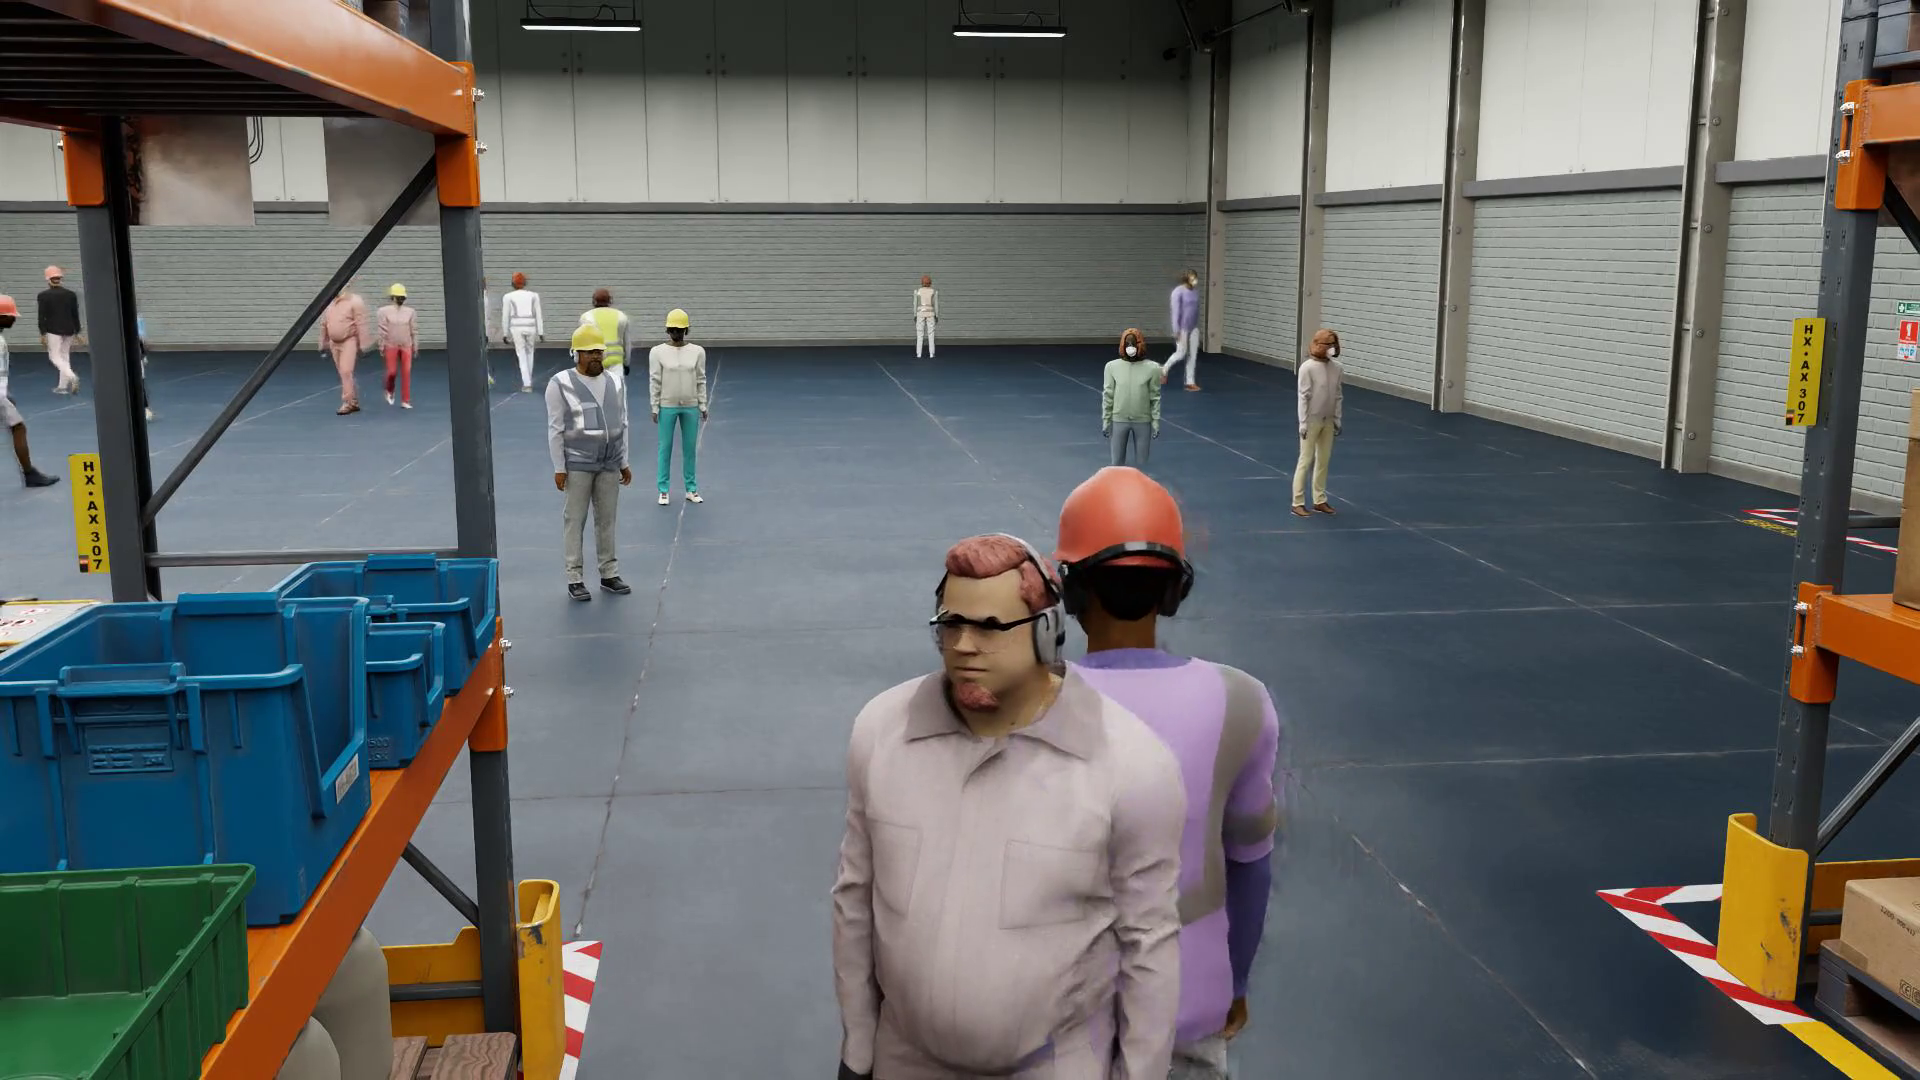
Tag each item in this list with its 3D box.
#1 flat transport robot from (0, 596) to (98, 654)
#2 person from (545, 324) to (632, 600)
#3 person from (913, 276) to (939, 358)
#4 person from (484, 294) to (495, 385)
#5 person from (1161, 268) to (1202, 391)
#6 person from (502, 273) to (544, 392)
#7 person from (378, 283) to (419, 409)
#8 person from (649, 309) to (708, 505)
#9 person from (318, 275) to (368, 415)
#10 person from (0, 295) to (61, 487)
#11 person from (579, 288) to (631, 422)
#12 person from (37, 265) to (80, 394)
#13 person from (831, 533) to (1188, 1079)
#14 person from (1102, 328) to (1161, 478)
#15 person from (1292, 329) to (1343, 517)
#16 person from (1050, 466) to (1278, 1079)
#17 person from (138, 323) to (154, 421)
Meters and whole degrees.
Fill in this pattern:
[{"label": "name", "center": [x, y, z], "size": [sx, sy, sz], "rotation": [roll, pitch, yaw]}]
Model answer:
[{"label": "flat transport robot", "center": [-5.389, 0.550, 9.513], "size": [0.652, 0.197, 1.431], "rotation": [-1, 10, -8]}, {"label": "person", "center": [-2.457, -0.524, 11.117], "size": [0.589, 1.833, 0.404], "rotation": [-10, 14, -43]}, {"label": "person", "center": [-0.671, -4.432, 33.090], "size": [0.509, 1.634, 0.312], "rotation": [0, 10, -2]}, {"label": "person", "center": [-7.502, -3.183, 25.707], "size": [0.450, 1.827, 0.657], "rotation": [-6, 12, -31]}, {"label": "person", "center": [3.488, -3.301, 26.082], "size": [0.626, 1.925, 0.676], "rotation": [-8, 13, -38]}, {"label": "person", "center": [-6.883, -3.253, 26.060], "size": [0.596, 1.835, 0.951], "rotation": [-6, 12, -31]}, {"label": "person", "center": [-7.846, -2.705, 23.253], "size": [0.558, 1.754, 0.432], "rotation": [-6, 12, -31]}, {"label": "person", "center": [-2.527, -1.197, 14.998], "size": [0.526, 1.765, 0.329], "rotation": [-5, 11, -24]}, {"label": "person", "center": [-8.444, -2.643, 22.604], "size": [0.671, 1.874, 0.800], "rotation": [4, 11, 19]}, {"label": "person", "center": [-9.215, -1.390, 15.846], "size": [0.578, 1.864, 0.892], "rotation": [10, 14, 43]}, {"label": "person", "center": [-4.271, -2.143, 20.103], "size": [0.644, 1.802, 0.956], "rotation": [-5, 12, -26]}, {"label": "person", "center": [-13.684, -3.186, 25.333], "size": [0.783, 1.973, 0.621], "rotation": [6, 12, 32]}, {"label": "person", "center": [0.057, 0.928, 2.952], "size": [0.640, 1.910, 0.401], "rotation": [4, 11, 22]}, {"label": "person", "center": [1.464, -0.993, 14.235], "size": [0.506, 1.633, 0.279], "rotation": [2, 10, 9]}, {"label": "person", "center": [3.096, -1.008, 14.349], "size": [0.502, 1.621, 0.306], "rotation": [-6, 12, -31]}, {"label": "person", "center": [0.304, 0.846, 3.199], "size": [0.619, 1.969, 1.141], "rotation": [-2, 11, -11]}, {"label": "person", "center": [-10.800, -2.331, 21.463], "size": [0.550, 1.660, 0.439], "rotation": [2, 10, 9]}]
